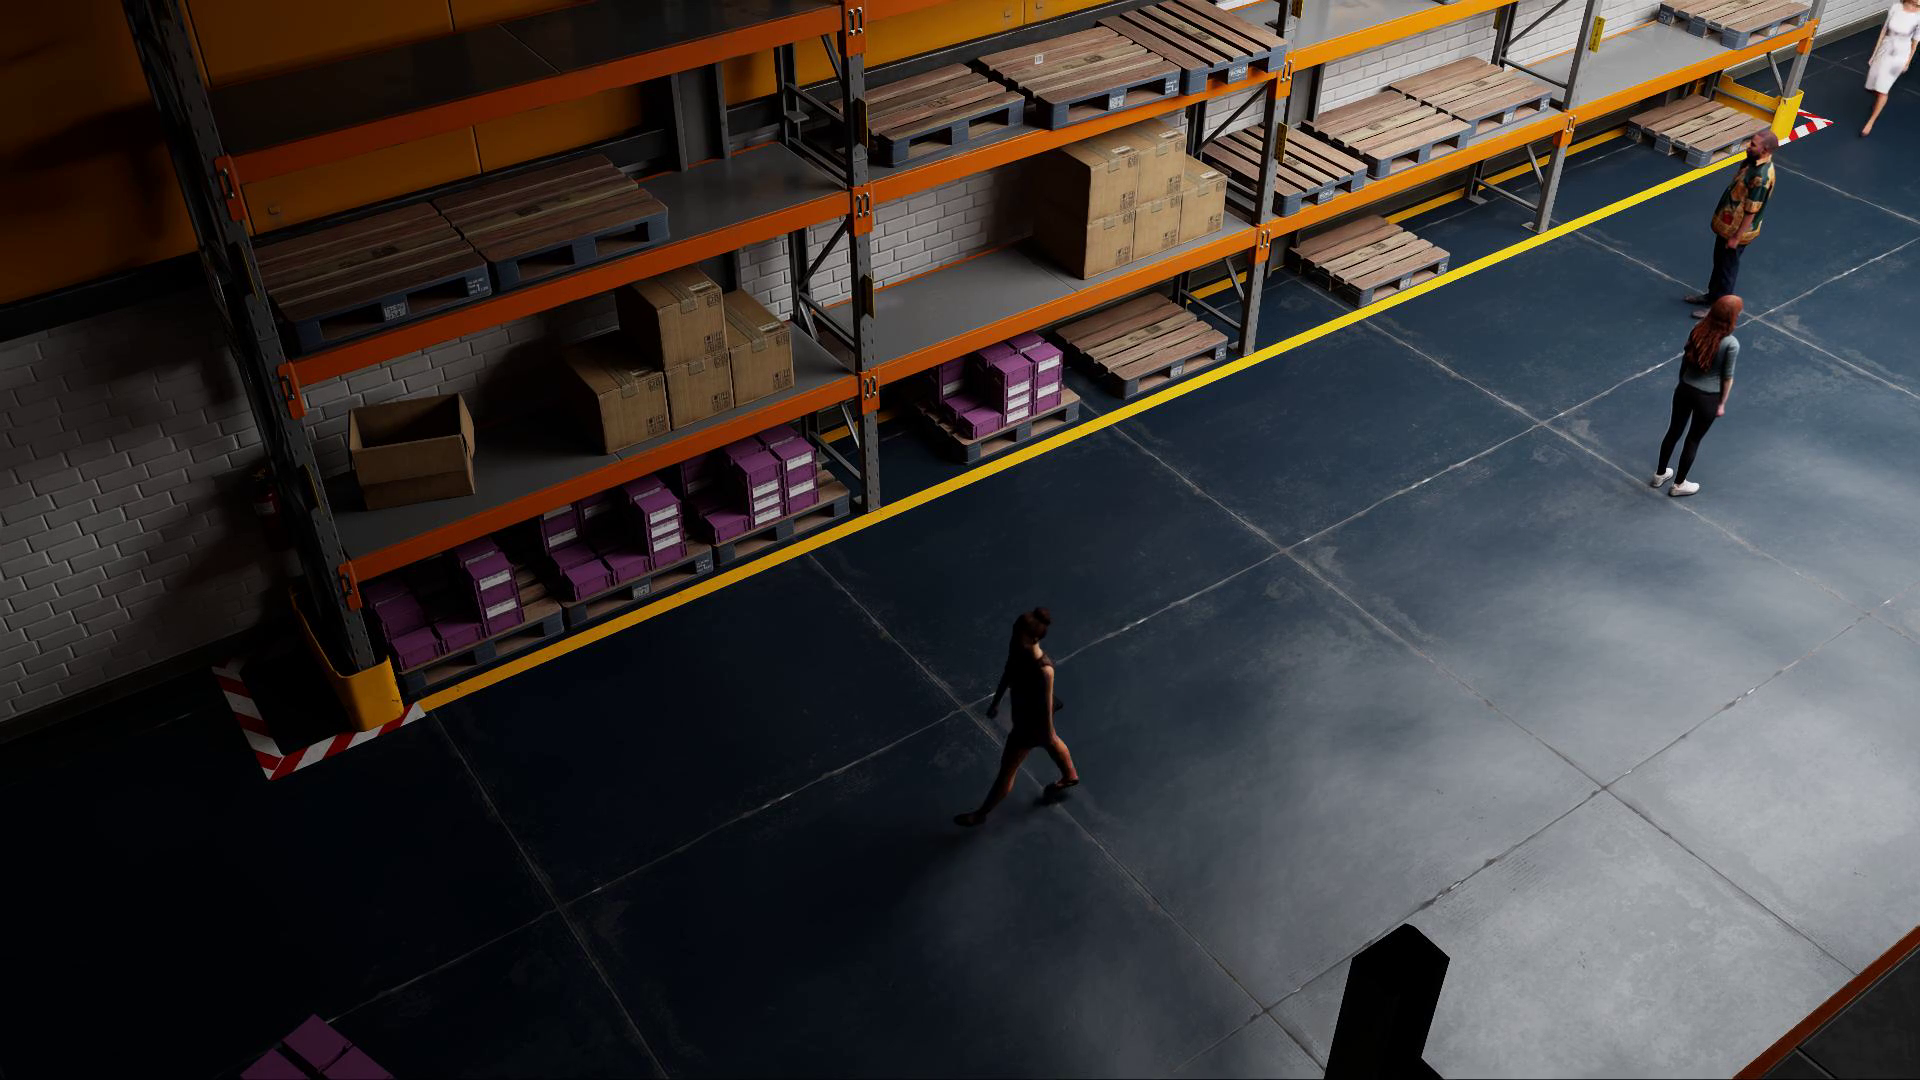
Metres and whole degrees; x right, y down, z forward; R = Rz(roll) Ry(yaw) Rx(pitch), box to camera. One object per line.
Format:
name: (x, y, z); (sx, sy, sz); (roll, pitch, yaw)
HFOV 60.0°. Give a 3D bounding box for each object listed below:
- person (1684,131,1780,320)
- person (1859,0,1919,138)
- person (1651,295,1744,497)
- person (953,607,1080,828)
person: (7.010, -2.845, 14.987); (0.875, 1.808, 0.821); (5, 39, 6)
person: (10.146, -5.271, 18.085); (0.673, 1.732, 0.916); (31, 48, 33)
person: (5.717, -1.118, 12.877); (0.537, 1.743, 0.598); (-21, 43, -24)
person: (0.505, 1.059, 10.249); (1.174, 1.621, 0.742); (-15, 41, -18)
